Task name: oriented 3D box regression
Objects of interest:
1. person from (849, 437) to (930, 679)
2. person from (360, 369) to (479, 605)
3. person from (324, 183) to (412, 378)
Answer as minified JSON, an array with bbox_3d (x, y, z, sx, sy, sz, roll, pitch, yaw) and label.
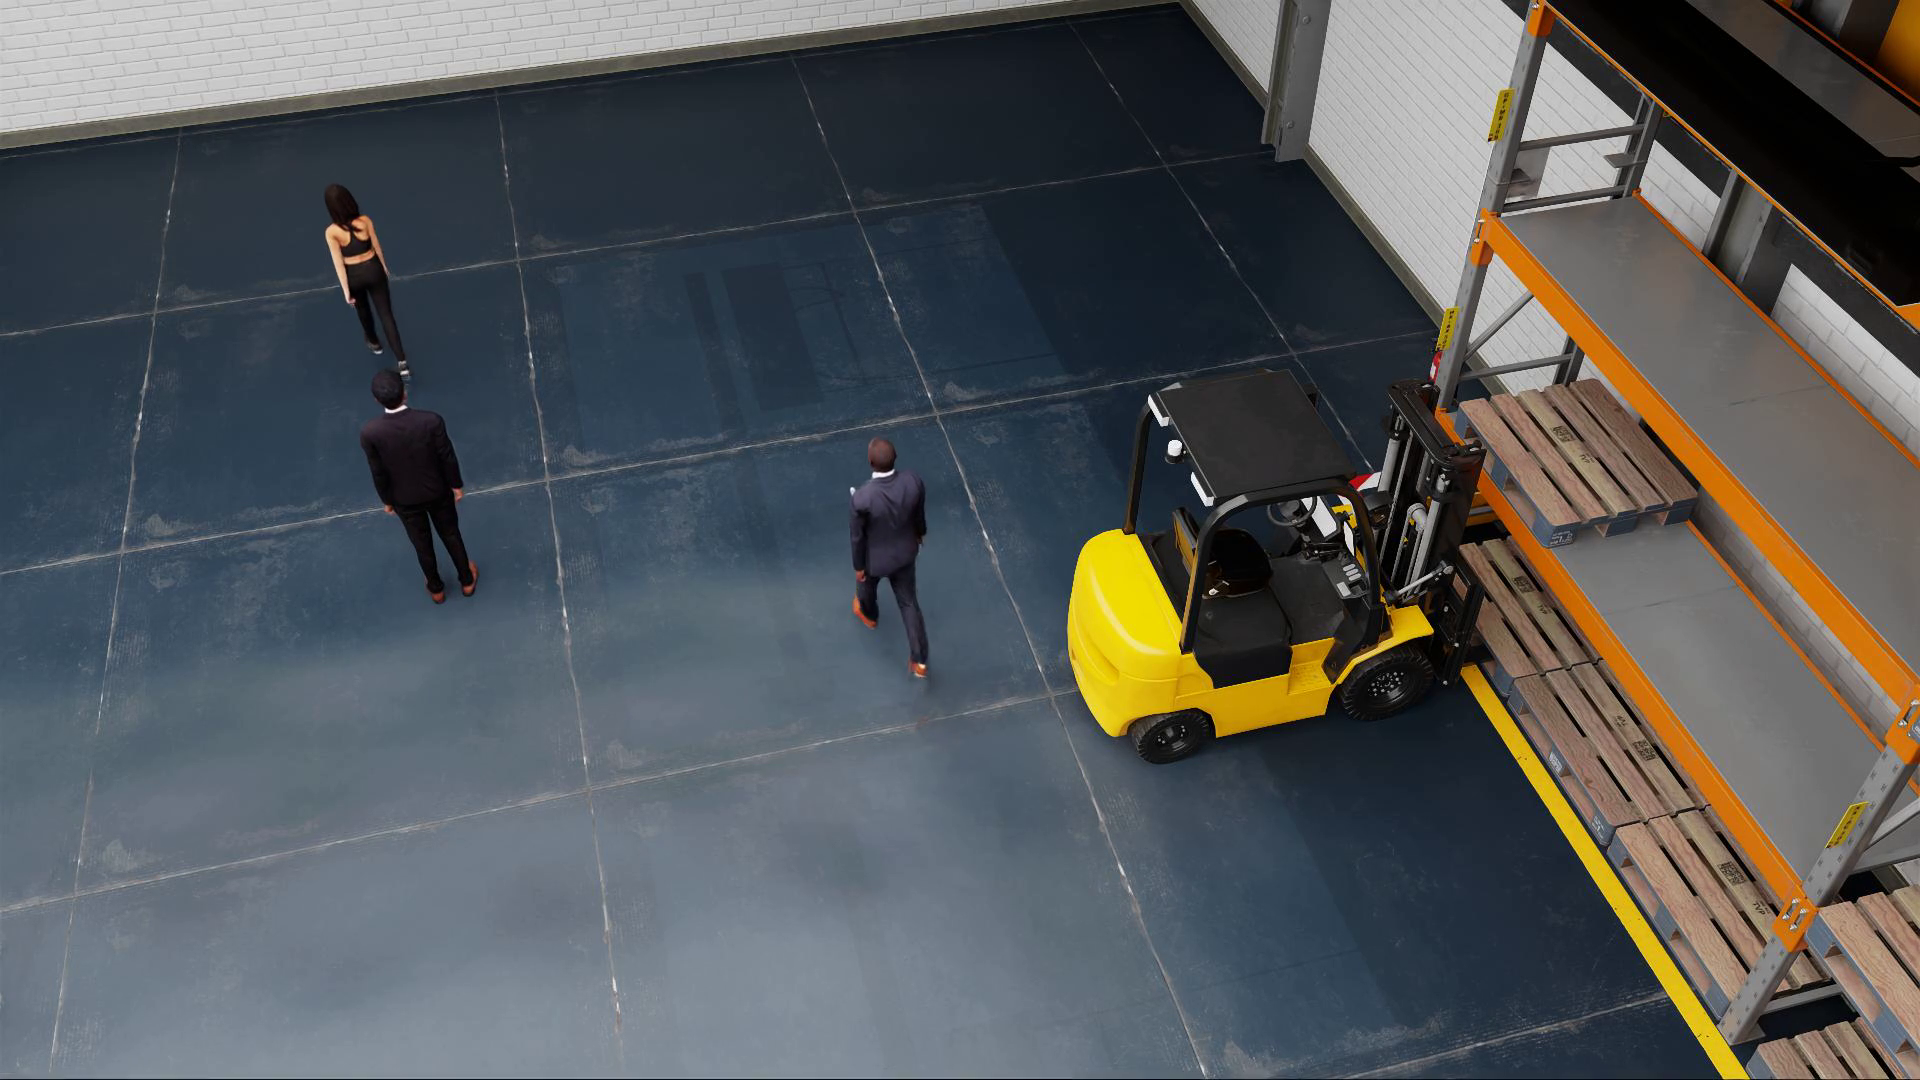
[{"bbox_3d":[-0.421,0.131,10.500,0.856,1.799,1.245,-18,46,-18],"label":"person"},{"bbox_3d":[-3.549,-0.330,10.923,0.701,1.883,0.555,-13,45,-14],"label":"person"},{"bbox_3d":[-4.559,-1.974,12.843,0.741,1.615,1.119,-22,48,-21],"label":"person"}]
